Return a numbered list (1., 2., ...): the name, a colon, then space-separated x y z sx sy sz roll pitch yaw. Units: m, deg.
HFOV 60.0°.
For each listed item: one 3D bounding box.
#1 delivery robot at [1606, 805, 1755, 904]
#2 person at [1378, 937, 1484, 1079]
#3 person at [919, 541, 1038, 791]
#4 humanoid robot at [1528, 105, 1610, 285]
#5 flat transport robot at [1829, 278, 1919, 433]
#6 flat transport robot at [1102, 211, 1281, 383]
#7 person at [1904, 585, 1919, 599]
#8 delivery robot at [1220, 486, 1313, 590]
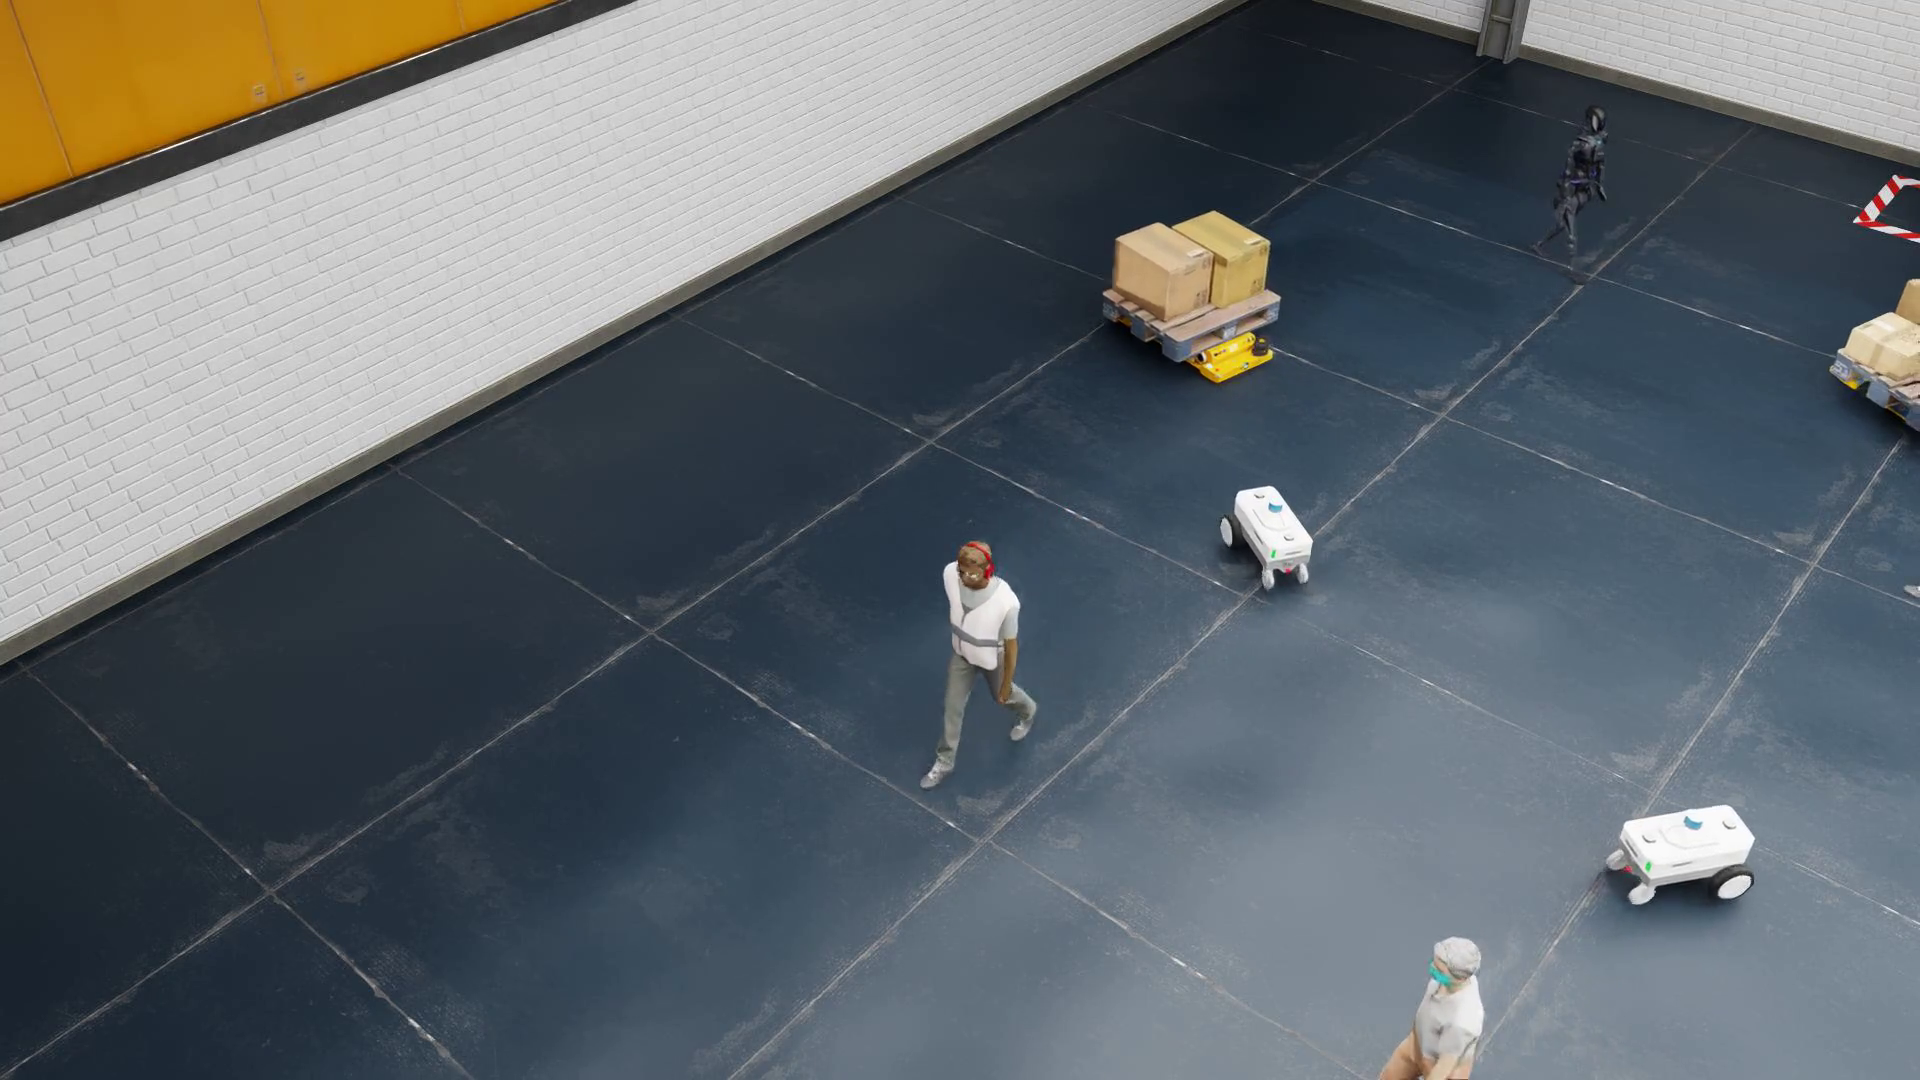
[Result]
1. delivery robot: 4.268 1.822 9.801 0.802 0.600 0.499 -7 39 -9
2. person: 2.198 2.501 8.027 0.863 1.705 0.490 0 39 1
3. person: 0.157 0.681 10.222 0.581 1.799 0.965 28 47 31
4. humanoid robot: 5.624 -3.206 15.195 0.599 1.642 0.782 -23 44 -26
5. flat transport robot: 7.981 -1.156 13.722 0.659 0.231 1.431 -14 41 -17
6. flat transport robot: 2.013 -1.860 14.596 0.659 0.231 1.431 -25 45 -27
7. person: 7.073 -0.276 11.378 0.485 1.834 0.580 20 43 23
8. delivery robot: 2.263 -0.062 12.148 0.499 0.610 0.788 -10 40 -12
